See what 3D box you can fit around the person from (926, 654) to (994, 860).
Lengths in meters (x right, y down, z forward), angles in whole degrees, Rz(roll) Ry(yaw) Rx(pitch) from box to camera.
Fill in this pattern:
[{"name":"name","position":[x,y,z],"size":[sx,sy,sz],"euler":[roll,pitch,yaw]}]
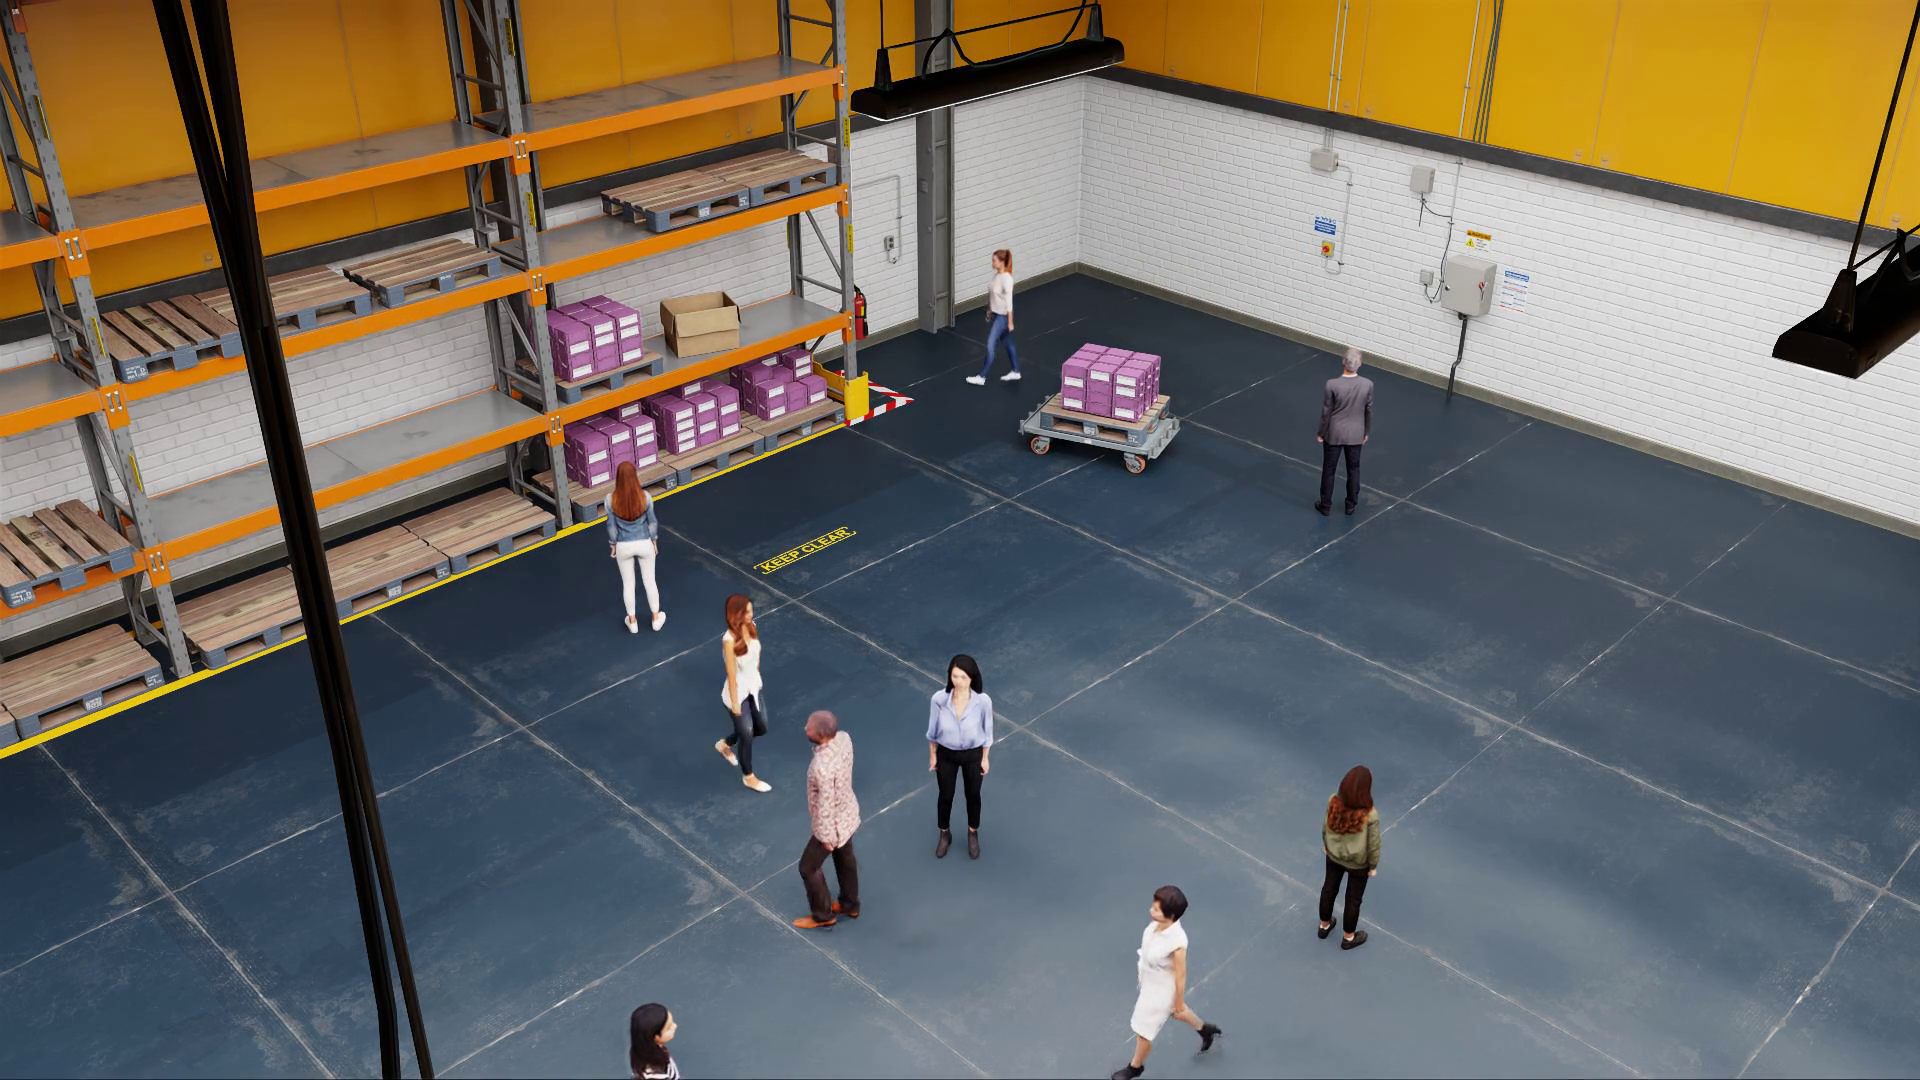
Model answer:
[{"name":"person","position":[0.006,1.605,12.332],"size":[0.729,1.743,0.770],"euler":[2,29,4]}]

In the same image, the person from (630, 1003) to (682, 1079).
[{"name":"person","position":[-1.662,3.271,9.224],"size":[0.620,1.795,0.653],"euler":[-14,31,-23]}]

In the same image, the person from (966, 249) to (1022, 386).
[{"name":"person","position":[0.593,-2.712,20.298],"size":[1.080,1.693,0.933],"euler":[-7,29,-12]}]

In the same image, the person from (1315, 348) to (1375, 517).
[{"name":"person","position":[3.978,-1.120,17.224],"size":[0.799,1.842,0.862],"euler":[0,29,0]}]

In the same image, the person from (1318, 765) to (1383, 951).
[{"name":"person","position":[2.694,2.190,11.536],"size":[0.585,1.477,0.522],"euler":[23,36,35]}]

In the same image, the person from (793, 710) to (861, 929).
[{"name":"person","position":[-0.815,1.958,11.633],"size":[0.889,1.792,0.780],"euler":[9,30,17]}]

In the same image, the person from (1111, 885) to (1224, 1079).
[{"name":"person","position":[1.339,2.766,10.427],"size":[1.054,1.529,0.891],"euler":[-6,29,-11]}]

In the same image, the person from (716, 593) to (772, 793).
[{"name":"person","position":[-1.784,1.186,13.068],"size":[0.800,1.773,0.811],"euler":[13,31,22]}]

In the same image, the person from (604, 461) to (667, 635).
[{"name":"person","position":[-2.974,0.072,15.185],"size":[0.652,1.702,0.747],"euler":[-4,29,-8]}]
